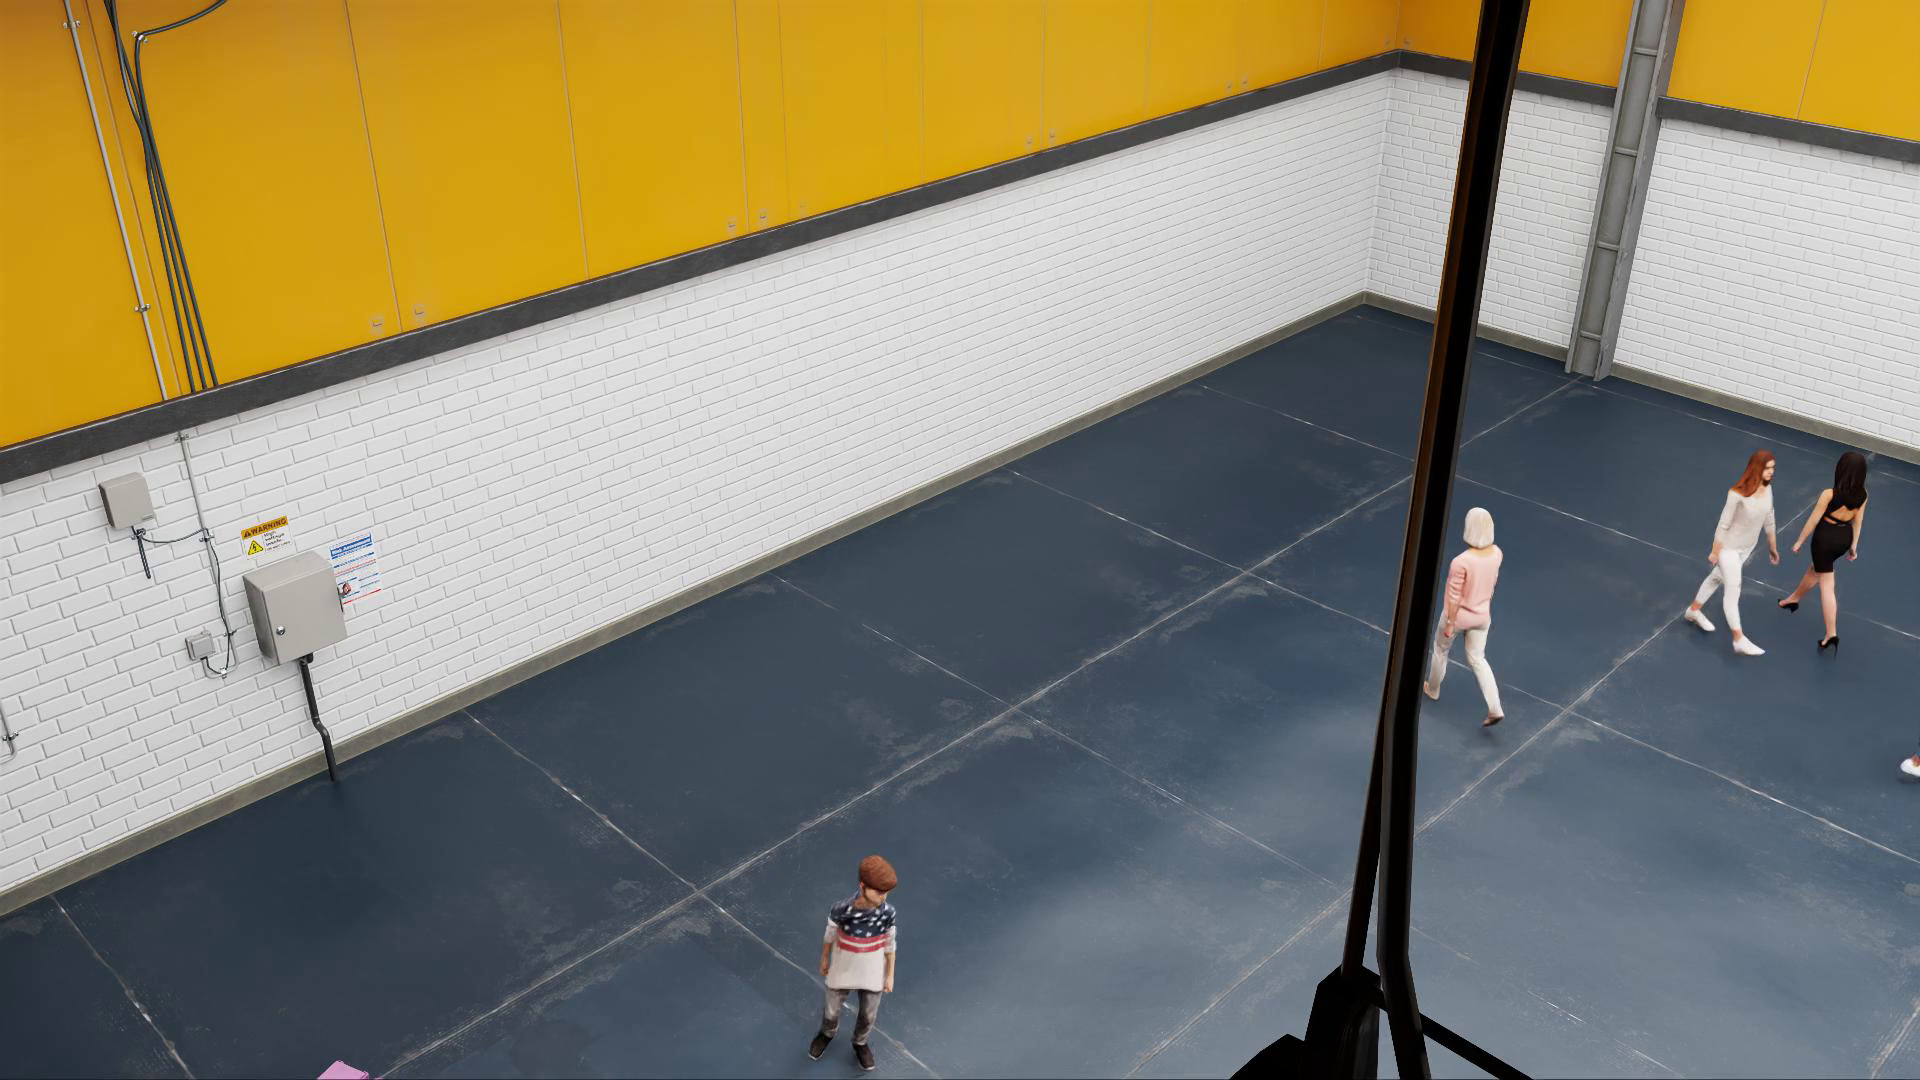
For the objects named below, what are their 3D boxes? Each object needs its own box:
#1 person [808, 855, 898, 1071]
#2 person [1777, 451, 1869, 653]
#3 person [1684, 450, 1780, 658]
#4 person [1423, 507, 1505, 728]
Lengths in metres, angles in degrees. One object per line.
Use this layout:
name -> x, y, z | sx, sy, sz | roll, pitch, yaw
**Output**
person -> -0.594, 2.357, 9.259 | 0.738, 1.409, 0.788 | 5, 29, 9
person -> 6.922, 0.120, 13.156 | 0.963, 1.604, 1.112 | -4, 29, -7
person -> 6.115, 0.021, 13.265 | 0.810, 1.674, 1.123 | -15, 32, -25
person -> 3.773, 0.594, 12.191 | 0.861, 1.697, 1.166 | -12, 31, -21
